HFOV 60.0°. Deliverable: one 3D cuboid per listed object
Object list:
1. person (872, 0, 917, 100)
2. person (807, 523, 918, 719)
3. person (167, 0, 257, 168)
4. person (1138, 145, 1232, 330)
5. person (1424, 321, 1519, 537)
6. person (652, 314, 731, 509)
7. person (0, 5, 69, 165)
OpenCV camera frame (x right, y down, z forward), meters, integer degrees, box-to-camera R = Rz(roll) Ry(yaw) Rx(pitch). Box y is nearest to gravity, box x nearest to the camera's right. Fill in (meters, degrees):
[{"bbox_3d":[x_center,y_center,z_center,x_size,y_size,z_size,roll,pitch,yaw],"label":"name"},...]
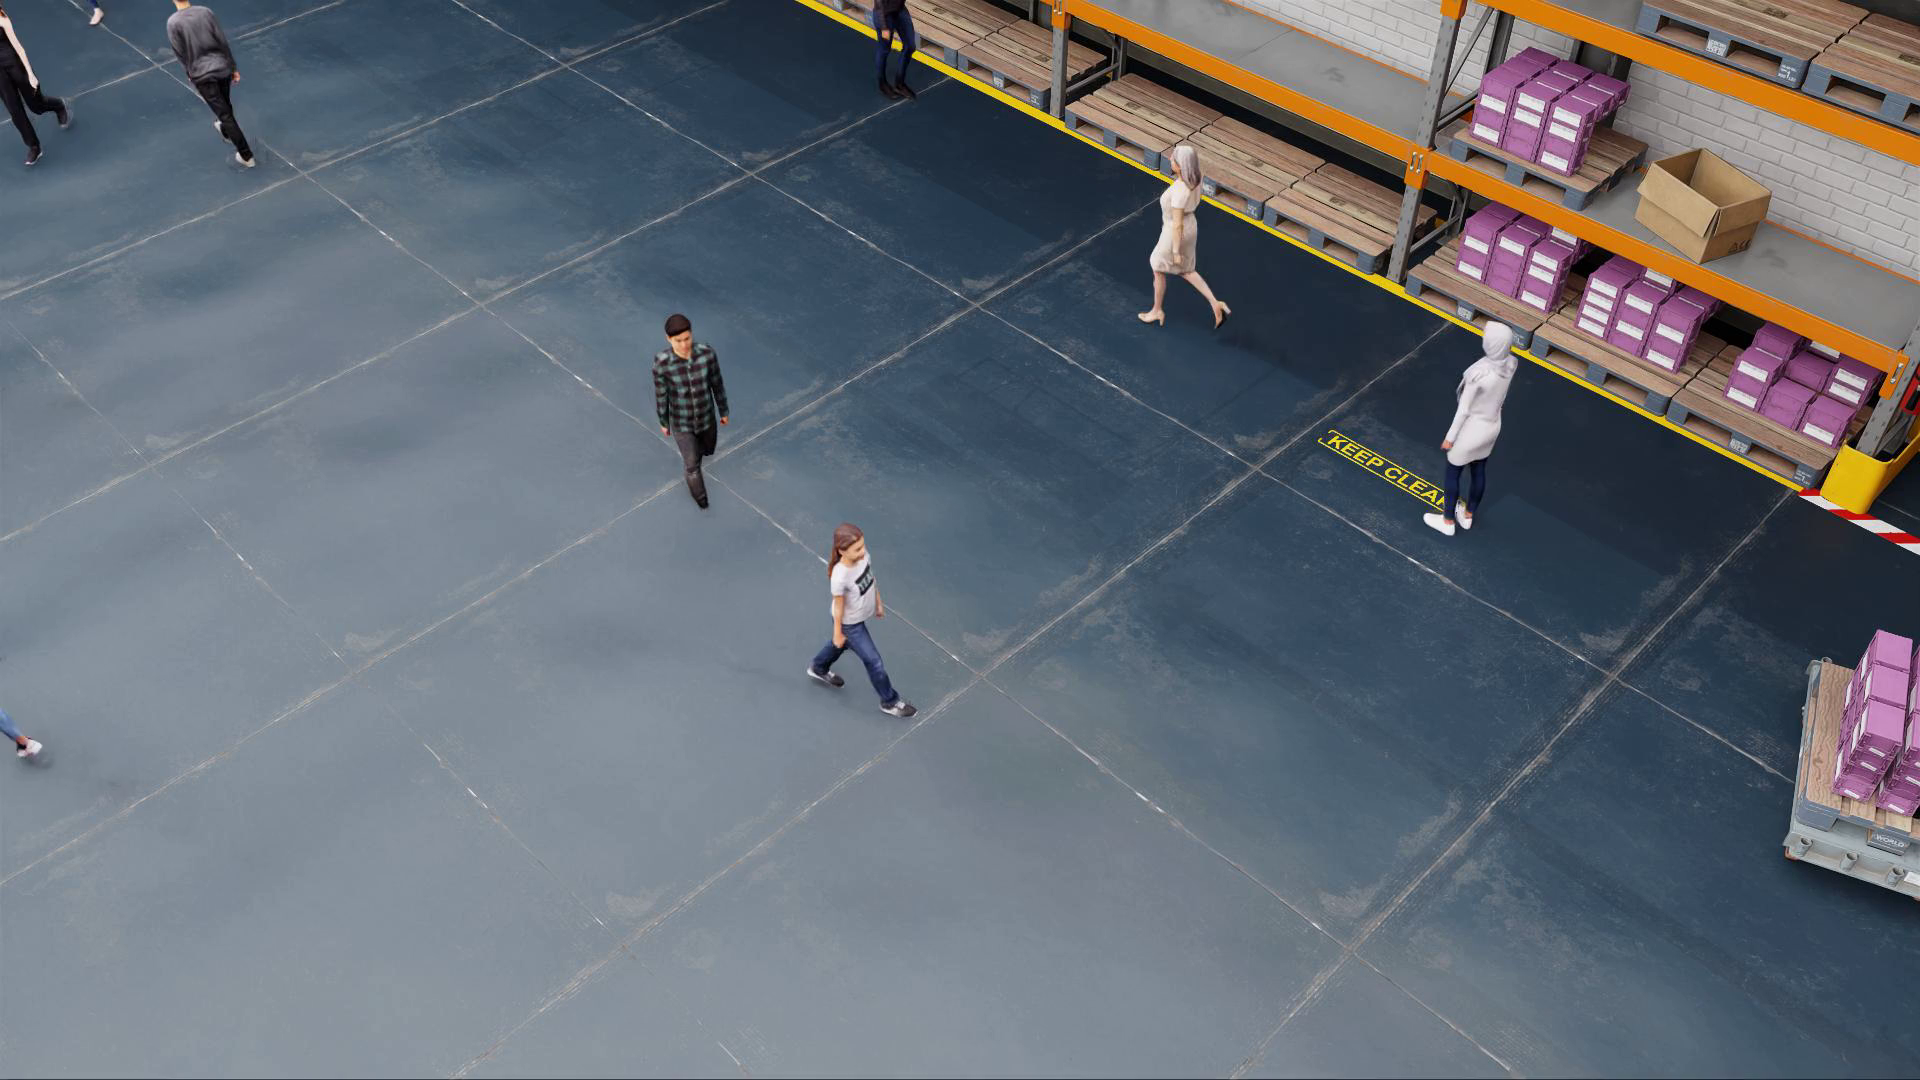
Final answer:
[{"bbox_3d":[-0.759,-5.134,16.252,0.700,1.730,0.669,29,51,27],"label":"person"},{"bbox_3d":[-0.739,0.464,10.529,1.109,1.518,0.809,17,46,17],"label":"person"},{"bbox_3d":[-6.867,-4.258,15.340,1.033,1.719,0.624,34,53,31],"label":"person"},{"bbox_3d":[1.846,-2.377,13.370,1.083,1.713,0.763,21,48,21],"label":"person"},{"bbox_3d":[3.615,-0.754,11.621,0.658,1.776,0.607,-21,47,-20],"label":"person"},{"bbox_3d":[-1.964,-0.950,12.083,0.910,1.691,1.116,-18,46,-18],"label":"person"},{"bbox_3d":[-8.818,-4.437,15.527,1.033,1.721,1.093,0,44,0],"label":"person"}]
